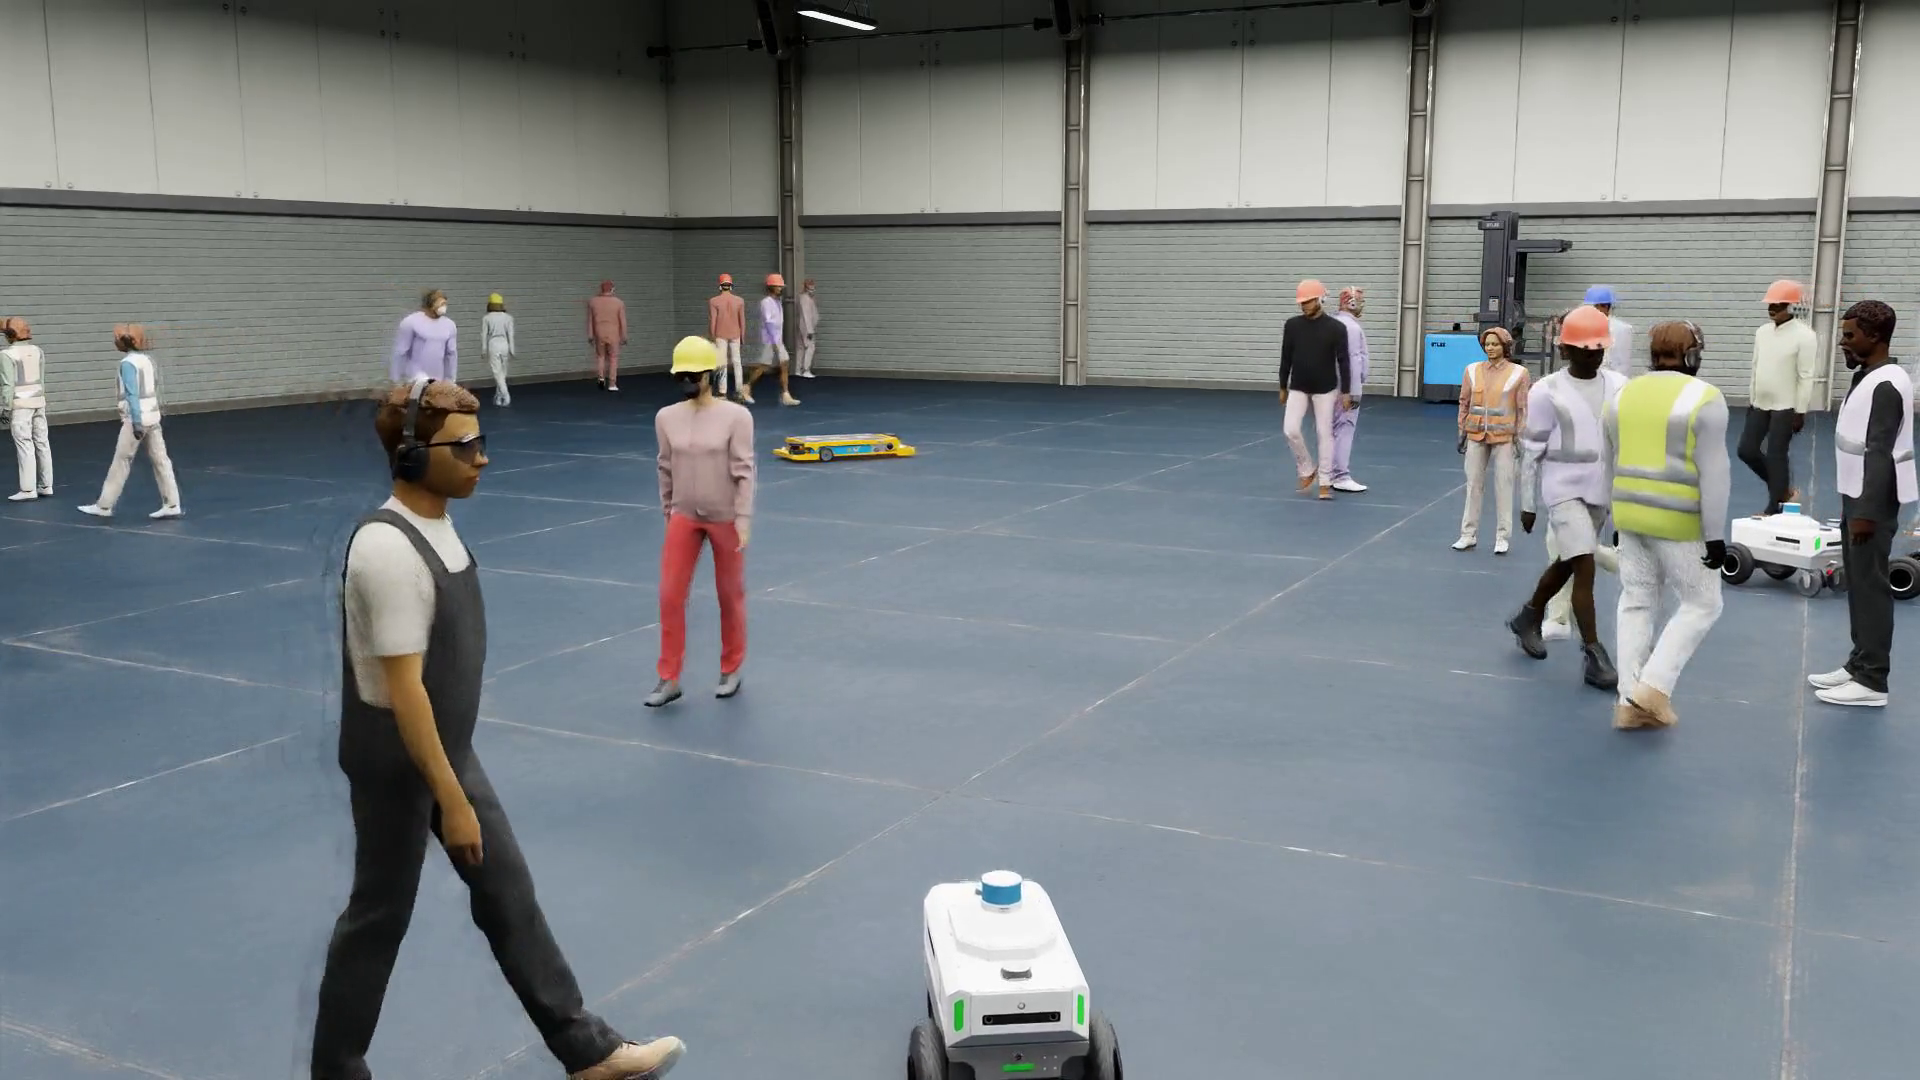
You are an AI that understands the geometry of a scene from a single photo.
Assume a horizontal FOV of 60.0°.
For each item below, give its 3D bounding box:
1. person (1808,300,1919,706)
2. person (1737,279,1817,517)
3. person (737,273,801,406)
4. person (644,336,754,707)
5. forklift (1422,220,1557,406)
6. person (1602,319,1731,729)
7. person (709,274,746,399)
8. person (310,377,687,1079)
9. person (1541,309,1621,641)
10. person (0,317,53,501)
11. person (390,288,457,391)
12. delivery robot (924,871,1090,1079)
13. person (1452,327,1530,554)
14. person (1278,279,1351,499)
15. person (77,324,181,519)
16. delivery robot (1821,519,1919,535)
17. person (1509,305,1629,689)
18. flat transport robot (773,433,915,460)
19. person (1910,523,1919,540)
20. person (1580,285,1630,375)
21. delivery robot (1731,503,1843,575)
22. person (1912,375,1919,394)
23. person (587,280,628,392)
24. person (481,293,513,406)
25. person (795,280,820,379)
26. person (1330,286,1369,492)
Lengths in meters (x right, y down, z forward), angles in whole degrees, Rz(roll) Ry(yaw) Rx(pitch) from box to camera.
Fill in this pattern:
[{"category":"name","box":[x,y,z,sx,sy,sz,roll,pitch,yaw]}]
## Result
[{"category":"person","box":[4.344,-0.181,7.939,0.376,1.912,0.587,3,10,19]},{"category":"person","box":[6.496,-1.073,13.214,0.457,1.976,0.639,-2,10,-14]},{"category":"person","box":[-2.927,-3.045,25.323,0.928,2.014,0.608,3,10,19]},{"category":"person","box":[-1.224,-0.075,7.827,0.529,1.740,0.745,2,9,12]},{"category":"forklift","box":[8.245,-3.527,25.720,1.873,2.768,1.129,5,10,27]},{"category":"person","box":[3.133,-0.055,7.391,0.433,1.834,0.665,-4,10,-25]},{"category":"person","box":[-3.748,-3.268,26.715,0.614,1.993,0.395,-5,10,-28]},{"category":"person","box":[-1.122,0.534,3.850,0.951,1.799,0.522,0,9,0]},{"category":"person","box":[3.532,-0.359,9.262,0.702,1.847,0.541,-2,10,-15]},{"category":"person","box":[-8.379,-1.175,14.902,0.308,1.640,0.511,1,9,7]},{"category":"person","box":[-5.662,-1.721,17.609,1.007,1.876,0.673,7,12,38]},{"category":"delivery robot","box":[0.103,1.077,4.184,0.477,0.478,0.707,-1,9,-6]},{"category":"person","box":[3.880,-0.729,12.142,0.512,1.642,0.312,7,12,37]},{"category":"person","box":[3.186,-1.353,15.005,0.723,1.963,0.461,5,11,29]},{"category":"person","box":[-6.856,-0.964,13.664,0.817,1.601,0.545,-1,9,-7]},{"category":"delivery robot","box":[5.911,-0.111,10.715,0.335,0.223,0.698,-9,13,-44]},{"category":"person","box":[3.118,-0.256,8.496,0.559,1.886,1.015,-3,10,-17]},{"category":"flat transport robot","box":[-1.284,-1.036,18.383,1.431,0.197,0.652,-4,10,-24]},{"category":"person","box":[7.534,-0.865,12.218,1.011,1.906,0.620,1,9,7]},{"category":"person","box":[5.947,-1.369,15.244,0.825,1.922,0.626,-3,10,-16]},{"category":"delivery robot","box":[5.399,0.001,10.822,0.477,0.478,0.707,-4,10,-24]},{"category":"person","box":[13.040,-2.481,22.365,0.952,1.834,0.524,3,10,16]},{"category":"person","box":[-5.985,-3.476,28.316,0.675,1.890,0.441,1,9,4]},{"category":"person","box":[-6.969,-2.874,25.149,0.492,1.719,0.774,-7,12,-38]},{"category":"person","box":[-2.945,-4.039,31.907,0.506,1.866,0.783,-1,9,-4]},{"category":"person","box":[3.627,-1.419,15.590,0.403,1.904,0.652,-1,9,-8]}]
